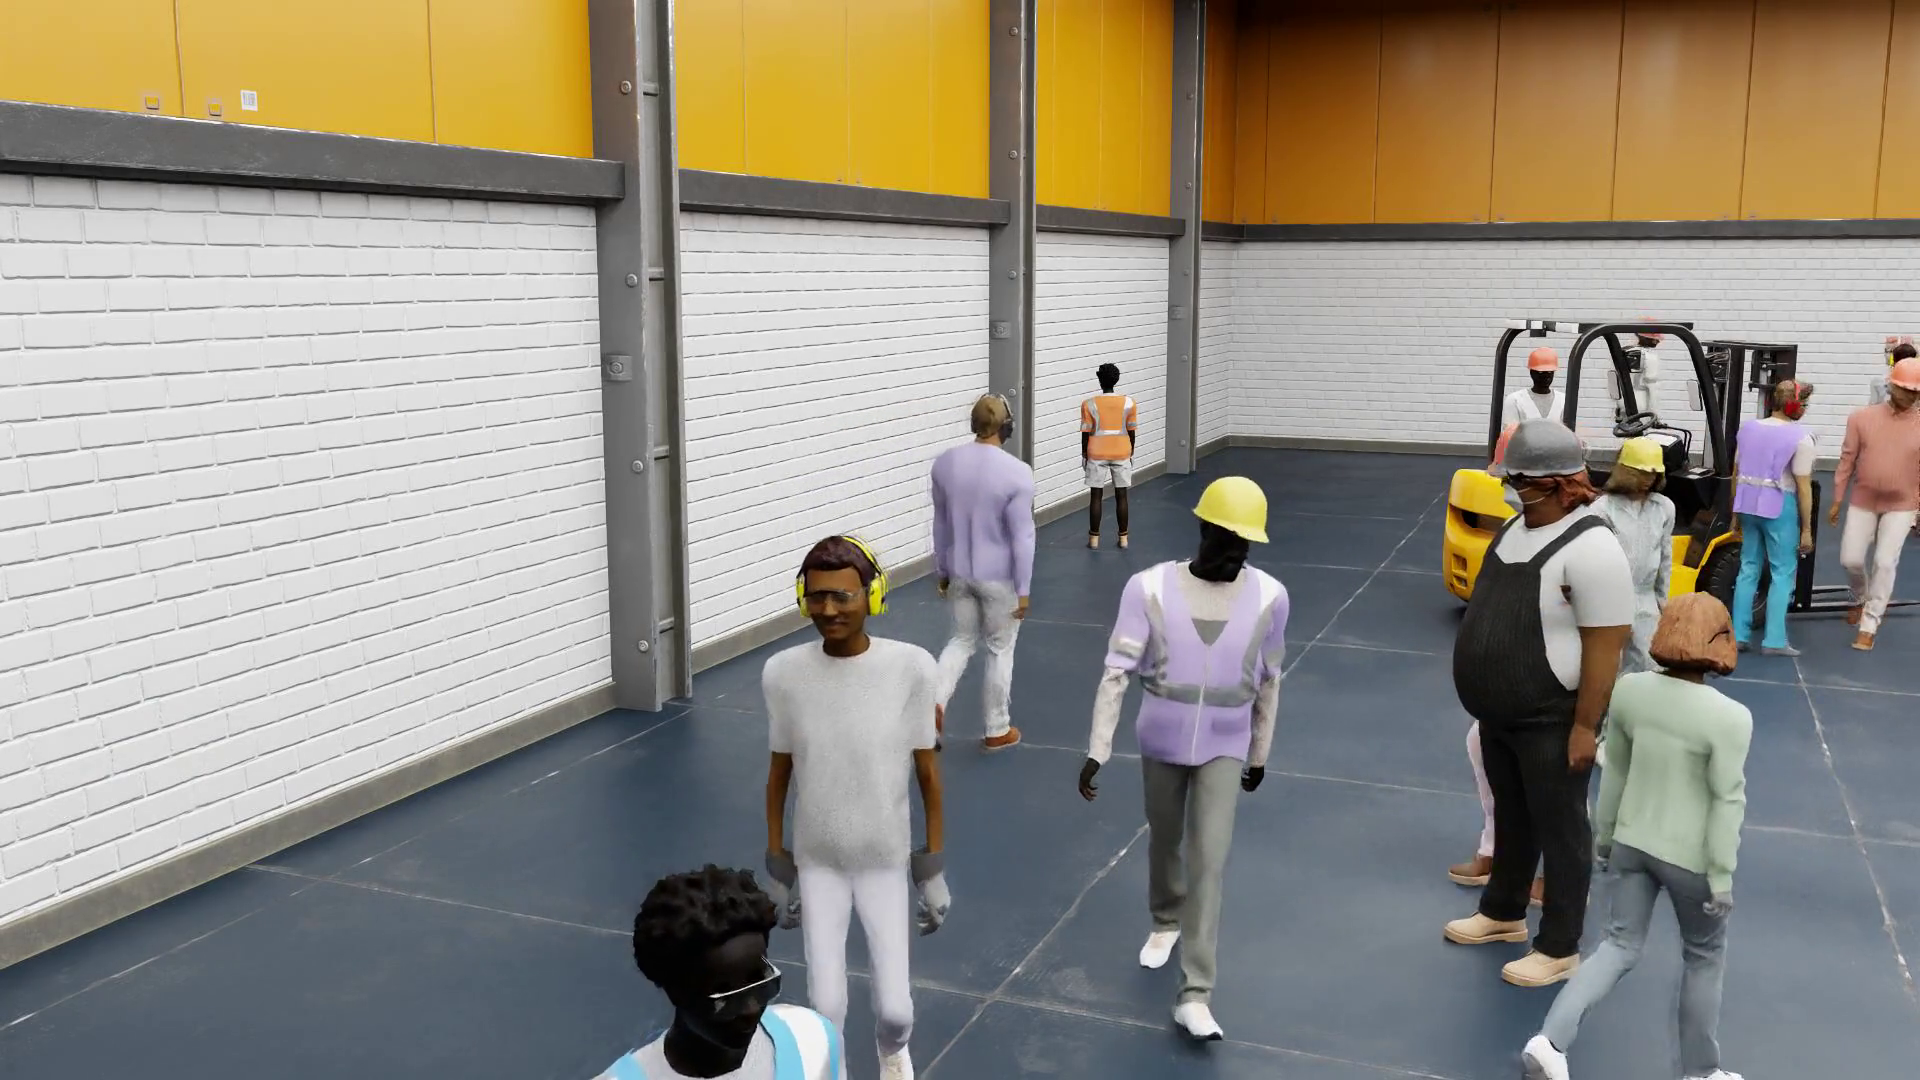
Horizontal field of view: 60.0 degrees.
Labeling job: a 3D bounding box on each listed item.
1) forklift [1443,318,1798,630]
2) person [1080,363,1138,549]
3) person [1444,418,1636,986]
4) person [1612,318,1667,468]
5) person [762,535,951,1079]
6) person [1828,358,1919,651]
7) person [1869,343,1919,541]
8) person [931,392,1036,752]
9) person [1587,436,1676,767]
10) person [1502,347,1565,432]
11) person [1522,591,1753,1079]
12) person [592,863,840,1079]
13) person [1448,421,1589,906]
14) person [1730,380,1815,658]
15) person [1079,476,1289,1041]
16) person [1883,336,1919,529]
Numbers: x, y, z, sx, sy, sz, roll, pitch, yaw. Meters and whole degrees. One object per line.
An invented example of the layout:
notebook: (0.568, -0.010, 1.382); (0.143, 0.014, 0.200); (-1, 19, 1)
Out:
forklift: (4.706, -0.497, 11.990); (2.313, 2.155, 1.214); (-2, 10, -10)
person: (1.344, -0.754, 15.077); (0.532, 1.694, 0.320); (-1, 9, -4)
person: (2.048, 0.569, 5.994); (0.536, 2.000, 0.680); (-2, 10, -11)
person: (7.554, -1.473, 18.557); (0.385, 1.996, 0.715); (-2, 10, -10)
person: (-0.282, 0.881, 4.643); (0.529, 1.859, 0.569); (1, 9, 4)
person: (6.212, -0.249, 11.168); (0.645, 1.968, 0.596); (7, 12, 36)
person: (8.668, -0.897, 15.454); (0.540, 1.853, 0.348); (4, 10, 22)
person: (0.091, 0.198, 8.609); (0.647, 1.924, 0.657); (7, 11, 35)
person: (3.389, 0.316, 8.484); (0.535, 1.720, 0.479); (-2, 10, -11)
person: (4.525, -0.544, 13.051); (0.545, 1.939, 0.354); (0, 9, -1)
person: (2.070, 0.955, 5.025); (0.741, 1.609, 0.500); (-5, 11, -28)
person: (-0.322, 1.320, 2.536); (0.556, 1.666, 0.750); (-8, 12, -39)
person: (2.250, 0.503, 6.634); (0.659, 1.955, 0.616); (0, 9, -1)
person: (5.295, -0.121, 10.906); (0.382, 1.844, 0.591); (-4, 10, -25)
person: (0.778, 0.698, 5.739); (0.691, 1.862, 0.999); (1, 9, 7)
person: (9.149, -1.057, 16.315); (0.732, 1.879, 0.699); (-5, 11, -29)
